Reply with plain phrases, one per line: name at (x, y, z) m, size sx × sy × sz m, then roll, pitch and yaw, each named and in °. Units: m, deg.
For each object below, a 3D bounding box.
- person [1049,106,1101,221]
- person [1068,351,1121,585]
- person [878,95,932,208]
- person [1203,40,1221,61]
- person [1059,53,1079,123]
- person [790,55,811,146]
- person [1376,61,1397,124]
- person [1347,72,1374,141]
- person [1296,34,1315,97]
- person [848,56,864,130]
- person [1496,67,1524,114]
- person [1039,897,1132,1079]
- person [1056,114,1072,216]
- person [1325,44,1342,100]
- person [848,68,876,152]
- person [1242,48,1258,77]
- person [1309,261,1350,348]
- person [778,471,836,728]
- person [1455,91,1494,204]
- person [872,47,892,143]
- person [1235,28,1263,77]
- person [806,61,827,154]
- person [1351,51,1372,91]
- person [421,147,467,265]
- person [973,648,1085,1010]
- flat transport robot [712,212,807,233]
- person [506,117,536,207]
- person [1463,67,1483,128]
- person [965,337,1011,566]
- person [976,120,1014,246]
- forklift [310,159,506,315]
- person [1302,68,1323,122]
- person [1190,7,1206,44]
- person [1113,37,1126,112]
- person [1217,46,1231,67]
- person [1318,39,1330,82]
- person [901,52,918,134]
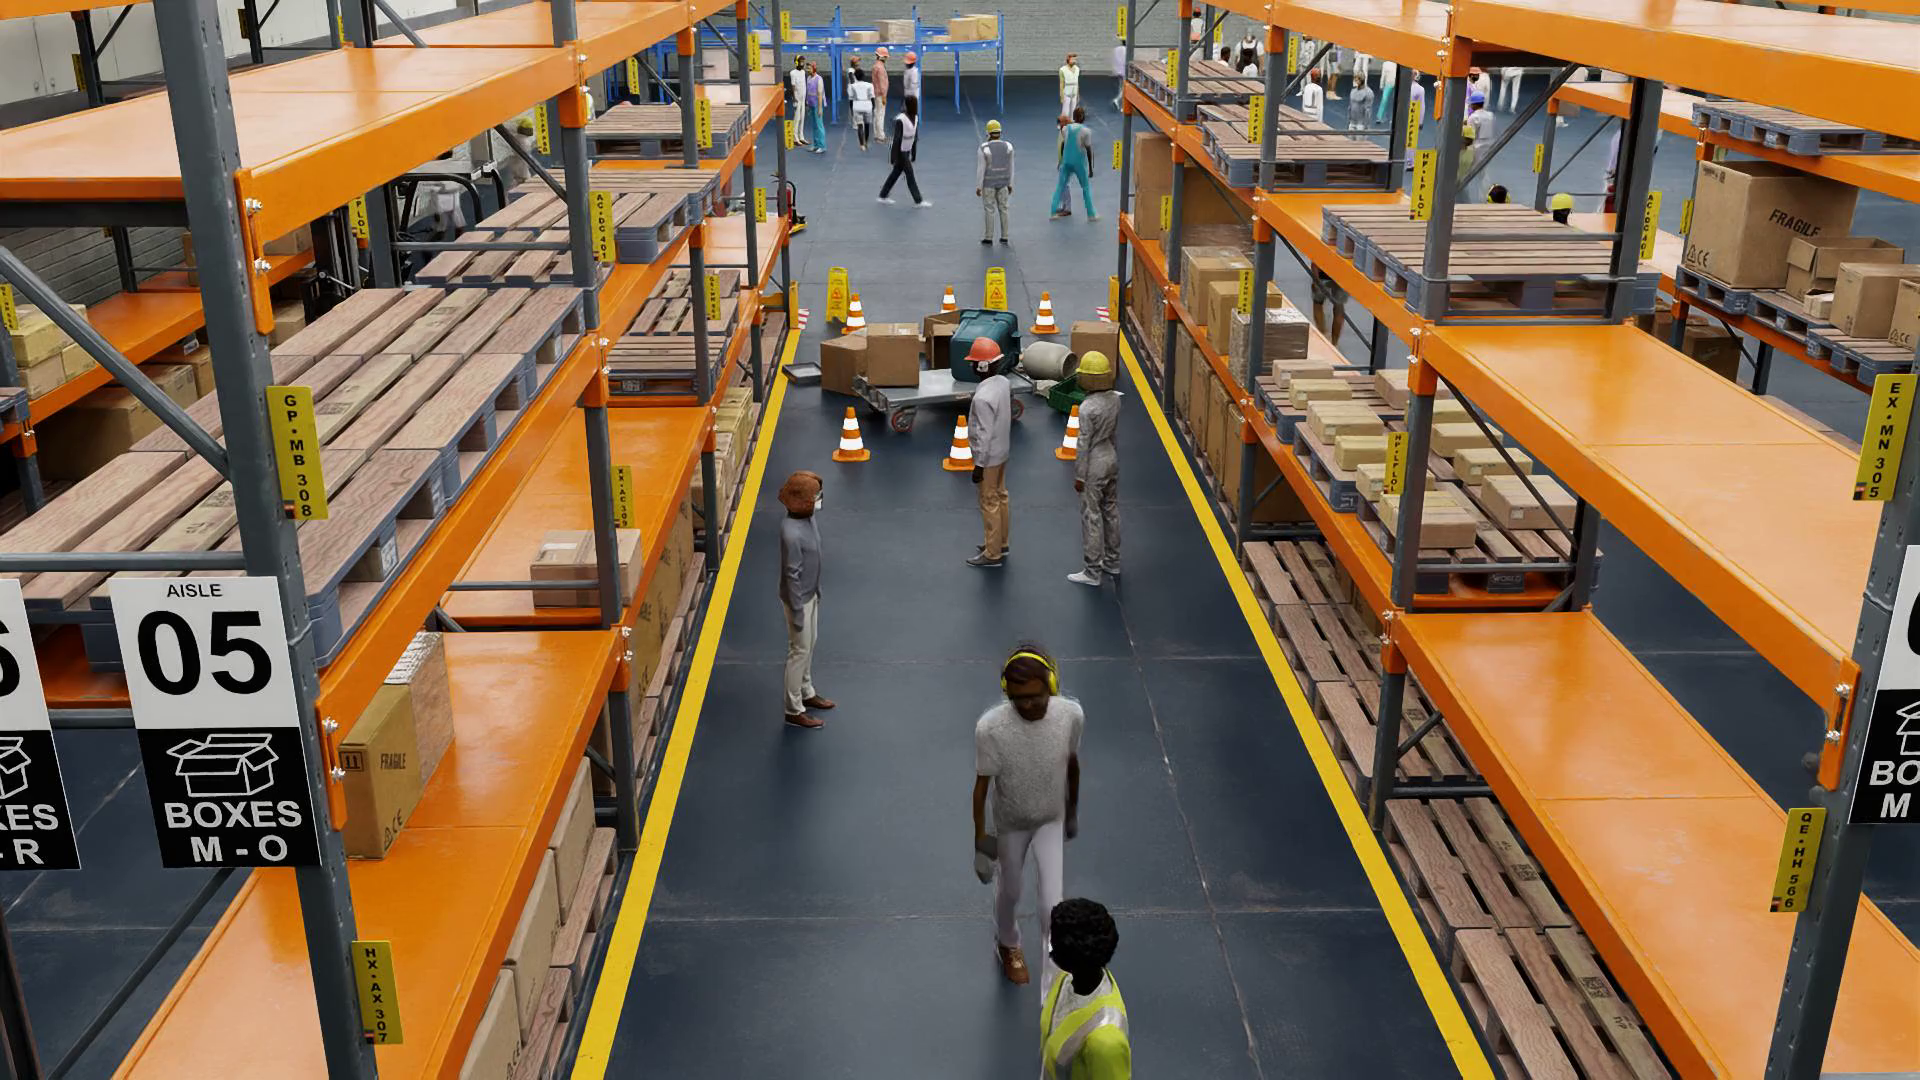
person at (1.874, -5.993, 26.561) m, size 0.744 × 1.797 × 0.540 m, roll 10°, pitch 23°, yaw 24°
person at (0.981, -0.533, 12.195) m, size 0.332 × 1.735 × 0.485 m, roll 15°, pitch 25°, yaw 34°
person at (-0.954, -6.525, 27.894) m, size 1.083 × 1.844 × 0.606 m, roll 9°, pitch 22°, yaw 22°
person at (6.937, -13.360, 45.964) m, size 0.596 × 1.834 × 1.005 m, roll -7°, pitch 22°, yaw -17°
person at (2.362, -9.644, 36.138) m, size 0.569 × 1.834 × 0.399 m, roll -19°, pitch 28°, yaw -41°
person at (-3.376, -9.278, 35.118) m, size 0.328 × 1.870 × 0.510 m, roll 9°, pitch 23°, yaw 23°
person at (10.011, -10.518, 38.609) m, size 0.574 × 1.715 × 0.718 m, roll 6°, pitch 21°, yaw 15°
person at (7.398, -7.698, 30.863) m, size 0.376 × 1.928 × 0.636 m, roll -9°, pitch 22°, yaw -22°
person at (9.254, -12.771, 44.539) m, size 0.320 × 1.737 × 0.483 m, roll -12°, pitch 24°, yaw -29°
person at (-2.346, -10.136, 37.714) m, size 0.370 × 1.627 × 0.522 m, roll 7°, pitch 22°, yaw 18°
person at (13.573, -11.509, 40.946) m, size 0.614 × 1.914 × 0.910 m, roll 0°, pitch 21°, yaw 0°
person at (0.426, 1.957, 5.655) m, size 0.322 × 1.699 × 0.536 m, roll -4°, pitch 21°, yaw -10°
person at (1.694, -6.082, 27.013) m, size 0.289 × 1.627 × 0.506 m, roll -4°, pitch 21°, yaw -11°
person at (9.895, -12.629, 43.734) m, size 0.396 × 2.038 × 0.615 m, roll -4°, pitch 21°, yaw -9°
person at (-2.037, -8.908, 34.432) m, size 0.549 × 1.643 × 0.897 m, roll -2°, pitch 21°, yaw -7°
person at (6.187, -9.572, 35.768) m, size 0.369 × 1.959 × 0.612 m, roll -3°, pitch 21°, yaw -8°
person at (4.092, -2.944, 18.153) m, size 0.618 × 2.026 × 0.422 m, roll -1°, pitch 21°, yaw -1°
person at (-0.937, 0.352, 10.006) m, size 0.293 × 1.623 × 0.507 m, roll 2°, pitch 21°, yaw 6°
person at (8.502, -6.466, 27.616) m, size 0.626 × 1.906 × 0.873 m, roll -11°, pitch 23°, yaw -26°
person at (-1.683, -9.515, 35.577) m, size 0.391 × 1.988 × 0.611 m, roll -6°, pitch 22°, yaw -16°
person at (7.203, -11.800, 41.543) m, size 0.693 × 2.000 × 1.016 m, roll 3°, pitch 21°, yaw 8°
person at (-2.946, -8.867, 34.080) m, size 0.389 × 1.838 × 0.561 m, roll -12°, pitch 24°, yaw -29°
person at (11.056, -13.249, 45.598) m, size 0.602 × 1.881 × 0.422 m, roll 17°, pitch 27°, yaw 38°
person at (-7.055, -4.574, 22.641) m, size 0.875 × 1.907 × 0.557 m, roll 13°, pitch 24°, yaw 30°
person at (0.314, 1.279, 7.282) m, size 0.546 × 1.816 × 0.912 m, roll -4°, pitch 21°, yaw -9°
flat transport robot at (-3.165, -4.963, 25.935) m, size 1.431 × 0.197 × 0.652 m, roll 5°, pitch 21°, yaw 14°
person at (-6.888, -5.739, 26.024) m, size 0.640 × 1.687 × 0.492 m, roll -17°, pitch 26°, yaw -37°
person at (9.867, -8.224, 32.229) m, size 0.350 × 1.942 × 0.545 m, roll 11°, pitch 23°, yaw 26°
person at (0.195, -0.663, 12.506) m, size 0.342 × 1.750 × 0.568 m, roll 7°, pitch 22°, yaw 17°
person at (0.507, -5.274, 24.587) m, size 0.601 × 1.827 × 0.403 m, roll -9°, pitch 23°, yaw -24°
forklift at (-5.622, -2.910, 17.832) m, size 2.313 × 2.155 × 1.214 m, roll -1°, pitch 21°, yaw -1°
person at (6.774, -8.072, 31.907) m, size 0.356 × 1.885 × 0.574 m, roll -8°, pitch 22°, yaw -21°
person at (7.011, -14.808, 49.493) m, size 0.610 × 2.040 × 0.394 m, roll -1°, pitch 21°, yaw -3°
person at (3.988, -11.501, 40.955) m, size 0.647 × 1.907 × 0.590 m, roll -18°, pitch 27°, yaw -40°
person at (5.762, -9.927, 36.785) m, size 0.403 × 1.908 × 0.599 m, roll -6°, pitch 22°, yaw -15°
person at (10.645, -14.165, 48.359) m, size 0.500 × 1.633 × 0.286 m, roll 5°, pitch 21°, yaw 12°
person at (-1.075, -9.496, 35.671) m, size 0.411 × 1.880 × 0.635 m, roll -9°, pitch 22°, yaw -22°
